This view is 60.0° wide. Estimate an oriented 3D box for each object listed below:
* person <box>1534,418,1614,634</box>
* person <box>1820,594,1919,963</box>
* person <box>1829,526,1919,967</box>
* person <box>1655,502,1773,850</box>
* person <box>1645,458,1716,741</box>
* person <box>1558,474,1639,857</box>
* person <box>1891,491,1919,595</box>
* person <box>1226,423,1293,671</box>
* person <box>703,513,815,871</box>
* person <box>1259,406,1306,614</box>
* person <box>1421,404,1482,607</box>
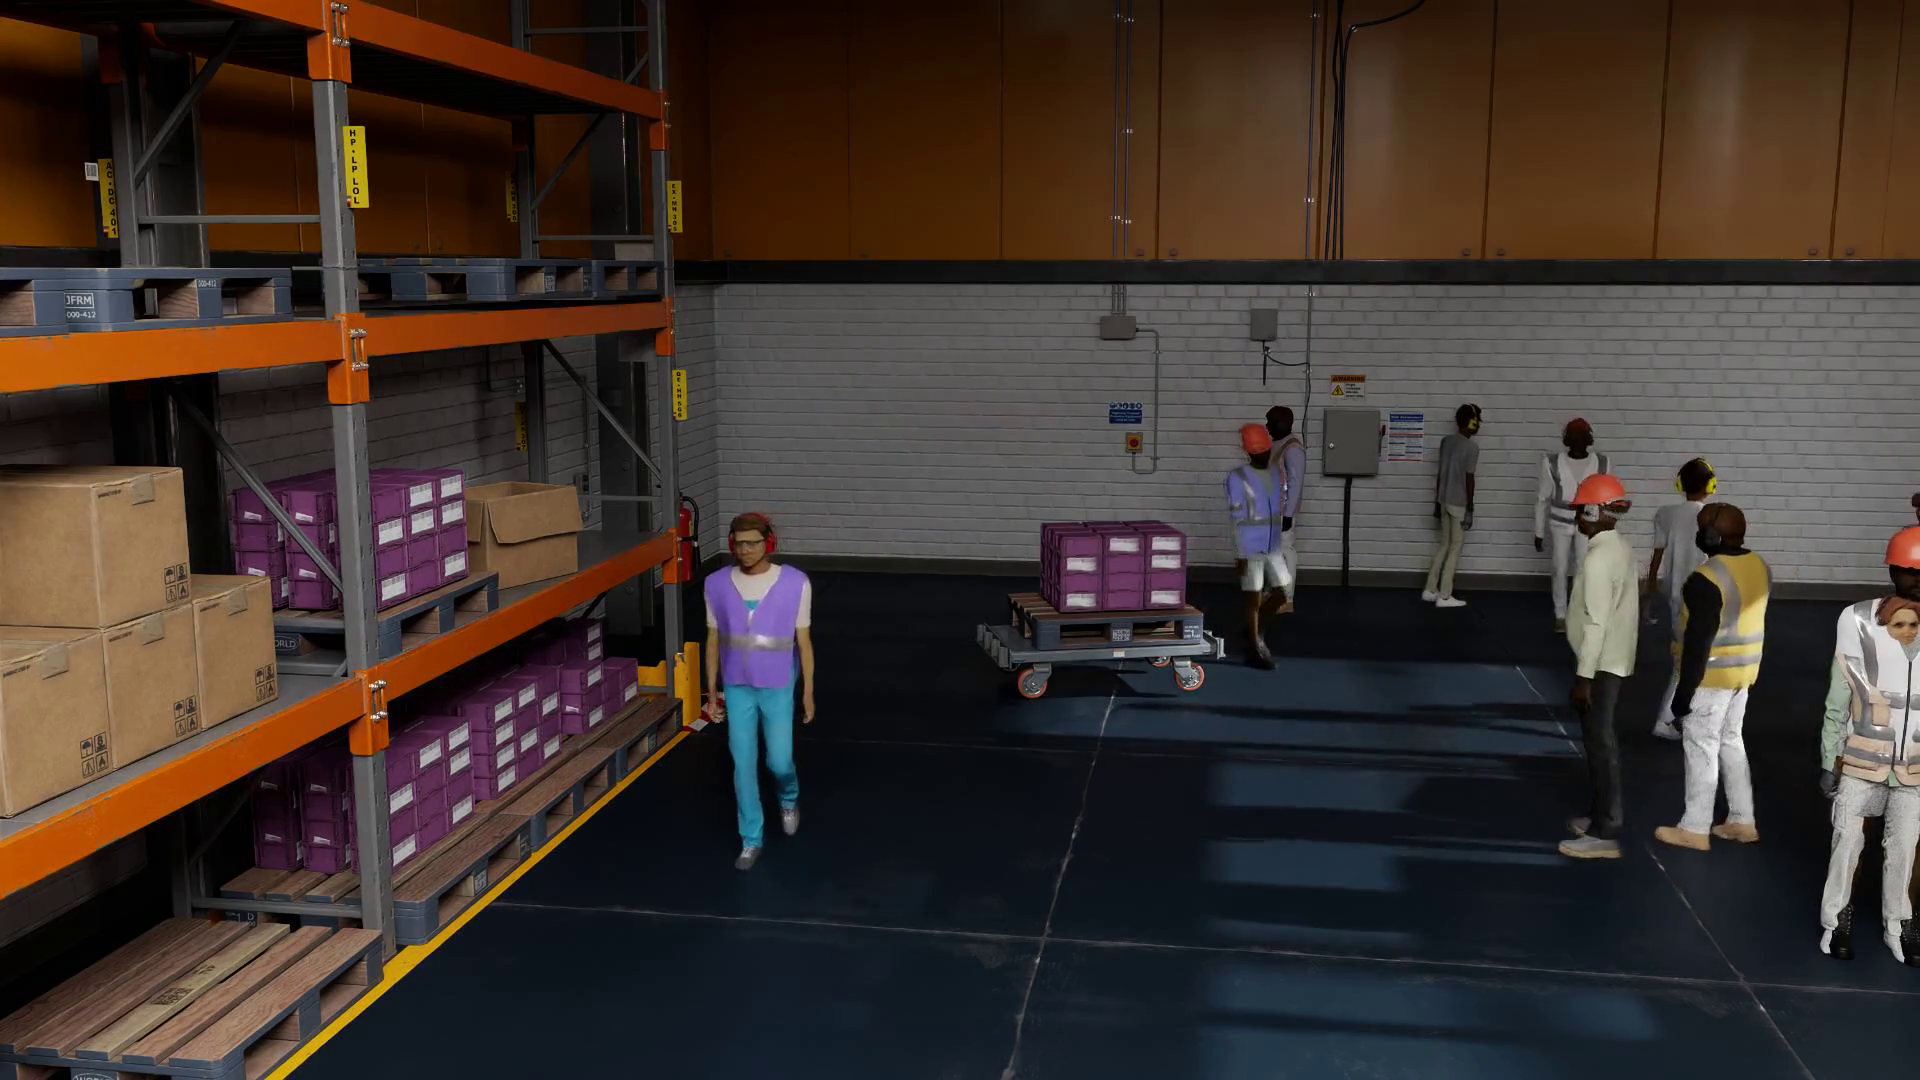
[{"bbox_3d":[5.012,-0.075,13.606,0.602,1.825,0.988,3,10,16],"label":"person"},{"bbox_3d":[4.063,1.041,7.315,0.525,1.637,0.307,3,10,16],"label":"person"},{"bbox_3d":[4.096,0.896,7.272,0.546,1.942,0.352,3,10,18],"label":"person"},{"bbox_3d":[3.949,0.715,8.719,0.638,1.844,0.429,-7,11,-36],"label":"person"},{"bbox_3d":[4.771,0.379,10.863,0.989,1.822,0.533,-8,12,-40],"label":"person"},{"bbox_3d":[3.328,0.657,8.703,0.422,1.977,0.644,6,11,32],"label":"person"},{"bbox_3d":[6.377,0.459,10.927,0.449,1.621,0.523,-3,10,-19],"label":"person"},{"bbox_3d":[2.246,0.050,12.608,0.549,1.906,0.455,-5,10,-28],"label":"person"},{"bbox_3d":[-1.020,0.748,8.532,0.581,1.825,0.534,1,9,8],"label":"person"},{"bbox_3d":[2.819,-0.271,14.781,0.429,1.845,0.622,-2,9,-10],"label":"person"},{"bbox_3d":[4.467,-0.306,15.030,0.413,1.843,0.537,-4,10,-22],"label":"person"}]
